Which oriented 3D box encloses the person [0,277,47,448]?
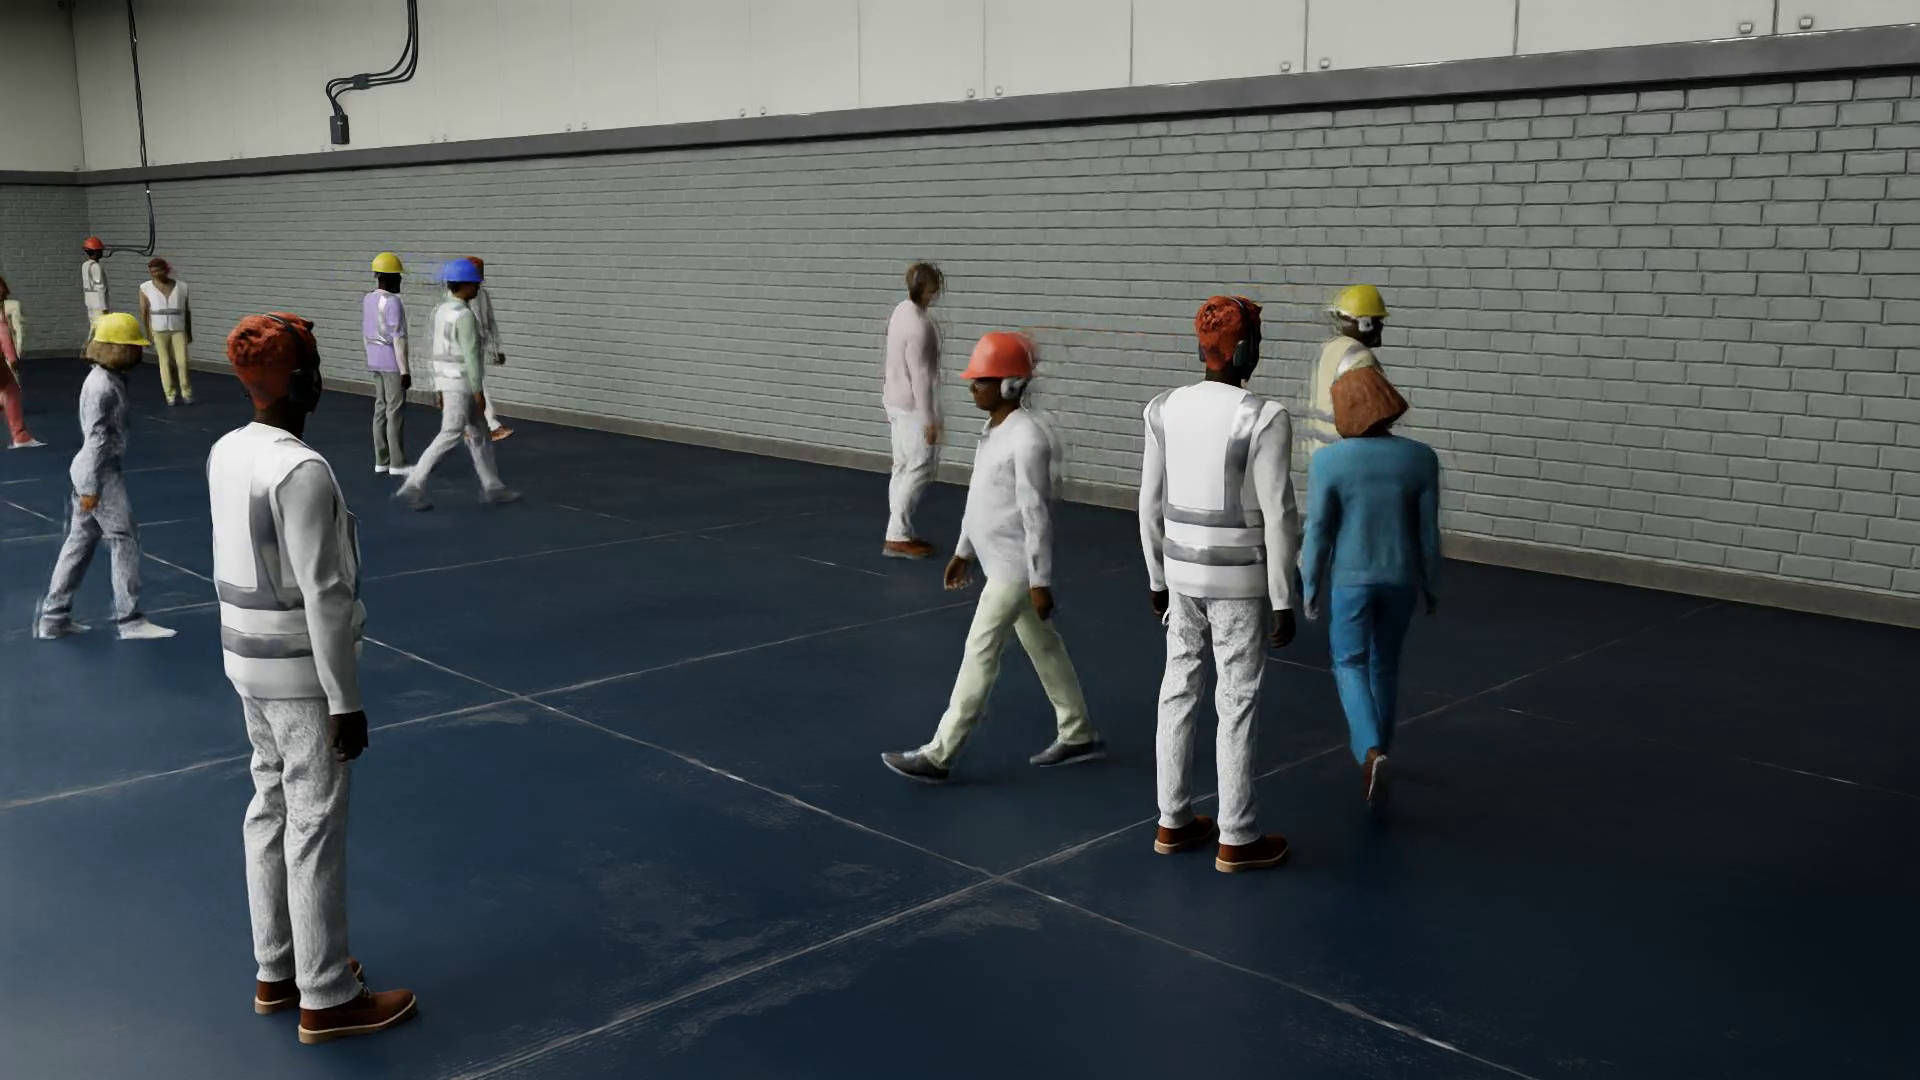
[{"bbox_3d":[-9.404,-1.774,16.003,0.592,1.885,0.976,10,14,43],"label":"person"}]

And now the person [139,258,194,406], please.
[{"bbox_3d":[-9.616,-2.510,20.162,0.580,1.803,0.546,-7,12,-33],"label":"person"}]

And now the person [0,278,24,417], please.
[{"bbox_3d":[-10.960,-2.204,18.988,0.531,1.614,0.454,-1,10,-5],"label":"person"}]

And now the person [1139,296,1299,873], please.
[{"bbox_3d":[0.855,0.147,5.468,0.584,1.882,0.345,10,15,44],"label":"person"}]

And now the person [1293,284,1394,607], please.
[{"bbox_3d":[2.061,-0.476,9.044,0.591,1.818,0.599,-1,10,-8],"label":"person"}]

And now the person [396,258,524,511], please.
[{"bbox_3d":[-3.858,-1.181,12.645,0.962,1.910,0.622,-6,12,-30],"label":"person"}]

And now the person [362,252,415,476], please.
[{"bbox_3d":[-4.933,-1.517,14.427,0.594,1.926,0.367,10,15,44],"label":"person"}]

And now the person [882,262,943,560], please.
[{"bbox_3d":[-0.339,-0.826,10.758,0.428,1.907,0.668,-3,11,-16],"label":"person"}]

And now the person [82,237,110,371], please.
[{"bbox_3d":[-13.041,-3.554,25.204,0.614,2.047,0.359,10,15,44],"label":"person"}]

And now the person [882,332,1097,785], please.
[{"bbox_3d":[0.144,0.073,6.337,0.907,1.707,0.558,-2,11,-10],"label":"person"}]

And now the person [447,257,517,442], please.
[{"bbox_3d":[-4.808,-1.914,16.795,0.912,1.844,0.615,4,11,20],"label":"person"}]

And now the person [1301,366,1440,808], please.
[{"bbox_3d":[1.524,0.167,6.115,0.525,1.607,0.689,-1,10,-3],"label":"person"}]

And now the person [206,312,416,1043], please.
[{"bbox_3d":[-1.710,0.358,4.316,0.584,1.883,0.345,10,15,44],"label":"person"}]

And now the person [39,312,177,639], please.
[{"bbox_3d":[-4.442,-0.308,8.494,0.668,1.694,0.497,-5,11,-24],"label":"person"}]
